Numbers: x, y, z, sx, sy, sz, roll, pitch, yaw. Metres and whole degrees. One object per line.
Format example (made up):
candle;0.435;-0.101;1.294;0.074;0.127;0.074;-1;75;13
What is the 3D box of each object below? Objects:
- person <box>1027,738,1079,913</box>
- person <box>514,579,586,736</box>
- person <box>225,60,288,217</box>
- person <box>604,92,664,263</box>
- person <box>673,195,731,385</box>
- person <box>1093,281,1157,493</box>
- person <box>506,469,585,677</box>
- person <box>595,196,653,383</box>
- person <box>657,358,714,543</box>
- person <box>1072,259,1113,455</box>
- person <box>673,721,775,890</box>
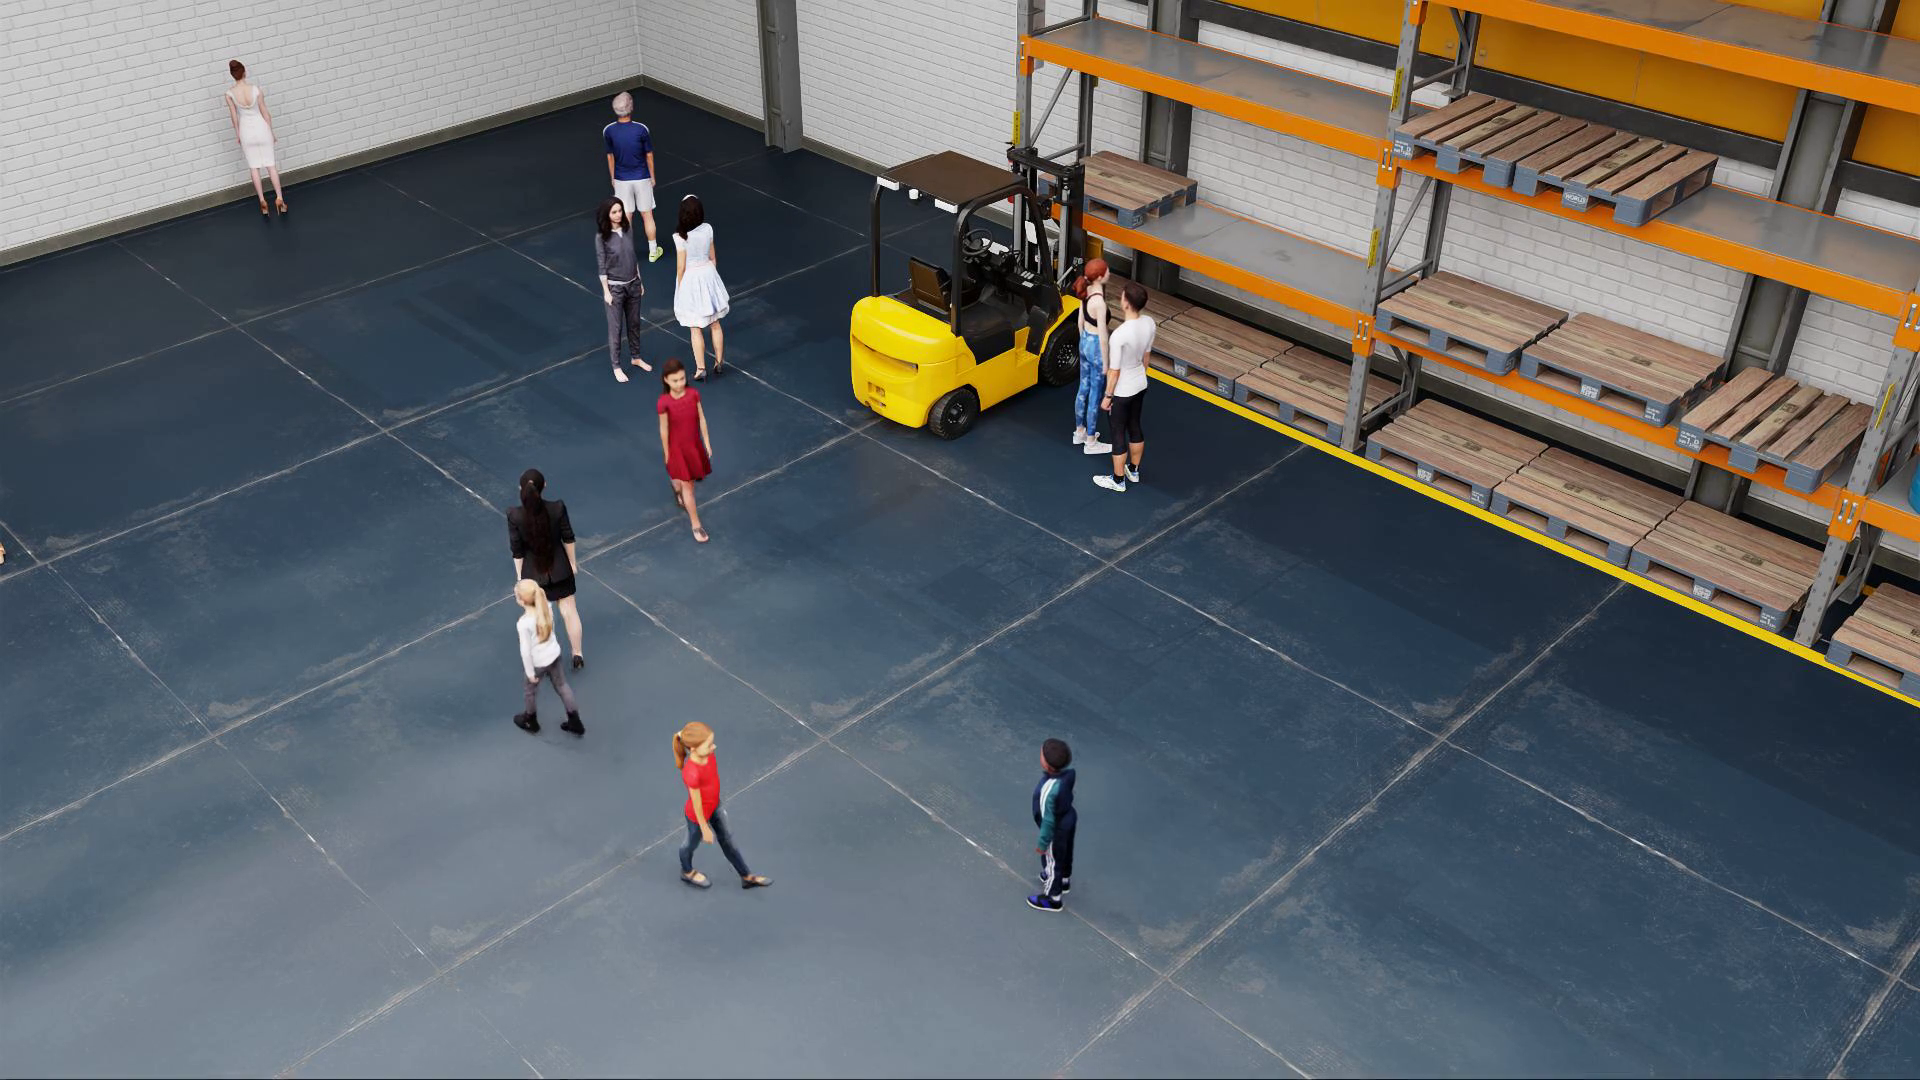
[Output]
person;0.572;1.670;9.832;0.555;1.256;0.549;15;37;22
person;-2.742;0.803;11.129;0.797;1.263;0.587;19;38;27
person;-7.903;-4.509;18.642;0.632;1.792;0.636;-8;34;-12
person;-3.460;-3.824;17.569;0.724;1.839;0.763;-3;34;-5
person;-2.393;-2.302;15.299;0.728;1.818;0.752;-23;40;-30
person;1.386;-1.264;13.707;0.549;1.852;0.656;28;43;35
person;-2.872;0.234;11.593;0.674;1.697;0.667;-12;35;-17
person;-3.149;-2.354;15.425;0.521;1.765;0.600;26;41;33
person;-2.215;-0.781;13.268;0.640;1.534;0.963;-21;39;-28
person;1.143;-1.578;14.239;0.709;1.785;0.625;-14;36;-20
person;-1.592;1.593;9.917;0.894;1.289;0.710;12;35;17
